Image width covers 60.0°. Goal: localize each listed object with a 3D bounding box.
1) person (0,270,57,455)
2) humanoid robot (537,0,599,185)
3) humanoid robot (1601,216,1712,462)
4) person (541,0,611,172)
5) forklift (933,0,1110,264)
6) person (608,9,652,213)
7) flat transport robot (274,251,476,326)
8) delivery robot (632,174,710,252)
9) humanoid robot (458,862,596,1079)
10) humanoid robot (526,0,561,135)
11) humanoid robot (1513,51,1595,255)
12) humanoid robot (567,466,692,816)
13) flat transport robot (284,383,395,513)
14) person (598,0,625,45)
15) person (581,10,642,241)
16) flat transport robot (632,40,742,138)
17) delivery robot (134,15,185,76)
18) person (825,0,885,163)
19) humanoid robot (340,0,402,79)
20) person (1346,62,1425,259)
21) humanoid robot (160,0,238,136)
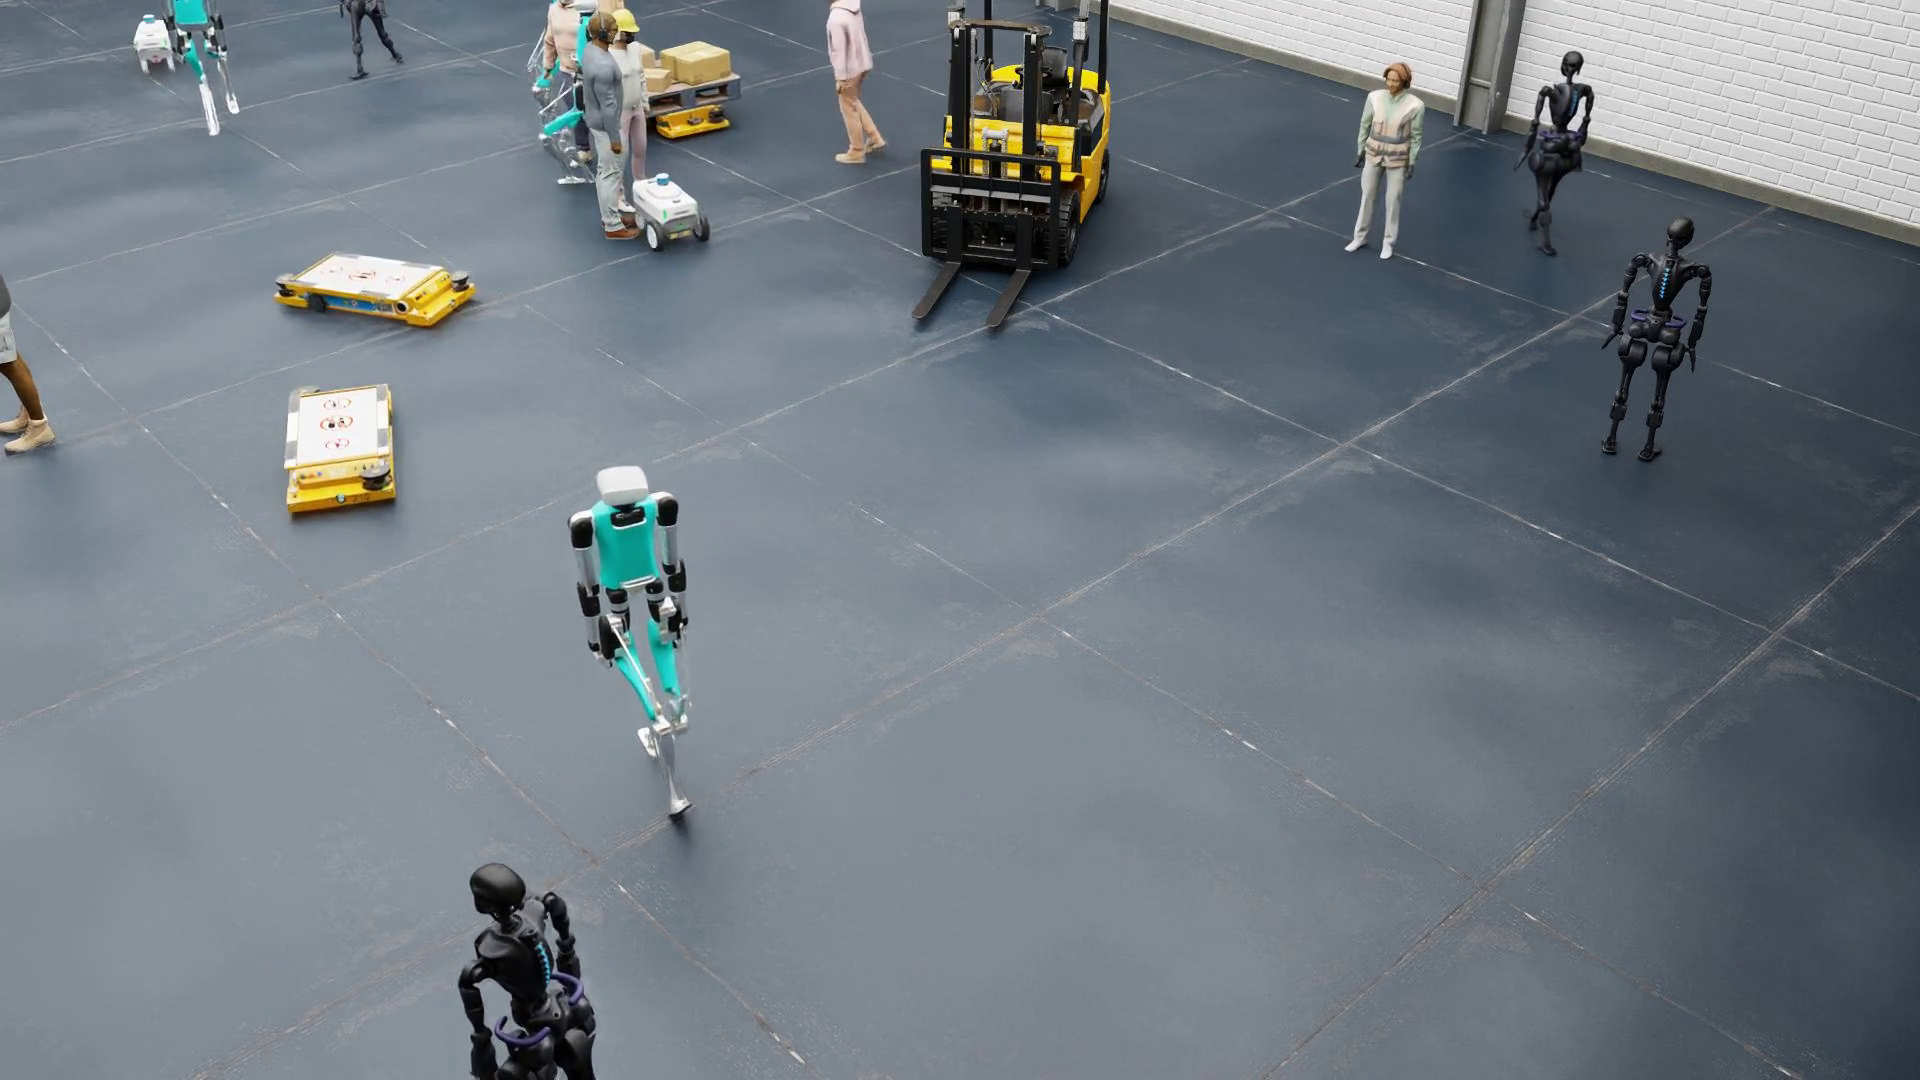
[{"bbox_3d":[-6.426,-1.527,10.896,0.391,2.041,0.610,-17,37,-25],"label":"person"},{"bbox_3d":[-3.536,-3.964,14.954,0.817,1.796,0.536,-8,34,-12],"label":"humanoid robot"},{"bbox_3d":[4.541,-1.327,10.908,0.599,1.657,0.315,17,37,25],"label":"humanoid robot"},{"bbox_3d":[-3.506,-4.369,15.437,0.824,1.853,0.434,15,36,22],"label":"person"},{"bbox_3d":[0.570,-3.725,14.138,1.214,2.155,2.313,9,34,13],"label":"forklift"},{"bbox_3d":[-2.910,-3.776,14.616,0.340,1.756,0.533,18,37,25],"label":"person"},{"bbox_3d":[-4.667,-2.004,13.254,1.431,0.231,0.659,10,34,15],"label":"flat transport robot"},{"bbox_3d":[-2.529,-2.849,14.281,0.499,0.586,0.765,-19,38,-26],"label":"delivery robot"},{"bbox_3d":[-1.573,1.814,6.130,0.767,1.625,0.597,16,36,23],"label":"humanoid robot"},{"bbox_3d":[-4.041,-4.834,16.313,0.750,1.835,0.542,-11,35,-16],"label":"humanoid robot"},{"bbox_3d":[4.969,-3.288,13.978,0.603,1.626,0.773,-8,34,-12],"label":"humanoid robot"},{"bbox_3d":[-1.449,0.567,7.991,0.530,1.780,1.003,-17,37,-24],"label":"humanoid robot"},{"bbox_3d":[-4.162,-0.655,11.181,0.659,0.231,1.431,-9,34,-14],"label":"flat transport robot"},{"bbox_3d":[-3.555,-4.958,16.374,0.578,1.815,1.029,-5,33,-7],"label":"person"},{"bbox_3d":[-2.959,-3.479,14.003,0.367,1.932,0.627,-10,34,-15],"label":"person"},{"bbox_3d":[-2.980,-4.431,16.984,0.659,0.231,1.431,-20,38,-28],"label":"flat transport robot"},{"bbox_3d":[-8.863,-5.481,18.328,0.499,0.587,0.789,-10,34,-15],"label":"delivery robot"},{"bbox_3d":[-1.035,-4.379,15.541,0.459,1.756,0.538,7,34,11],"label":"person"},{"bbox_3d":[-6.425,-5.849,17.930,0.588,1.644,0.788,9,34,13],"label":"humanoid robot"},{"bbox_3d":[3.520,-3.132,13.727,0.522,1.638,0.309,19,38,27],"label":"person"},{"bbox_3d":[-7.519,-4.996,16.553,0.545,1.771,1.007,-7,34,-10],"label":"humanoid robot"}]
